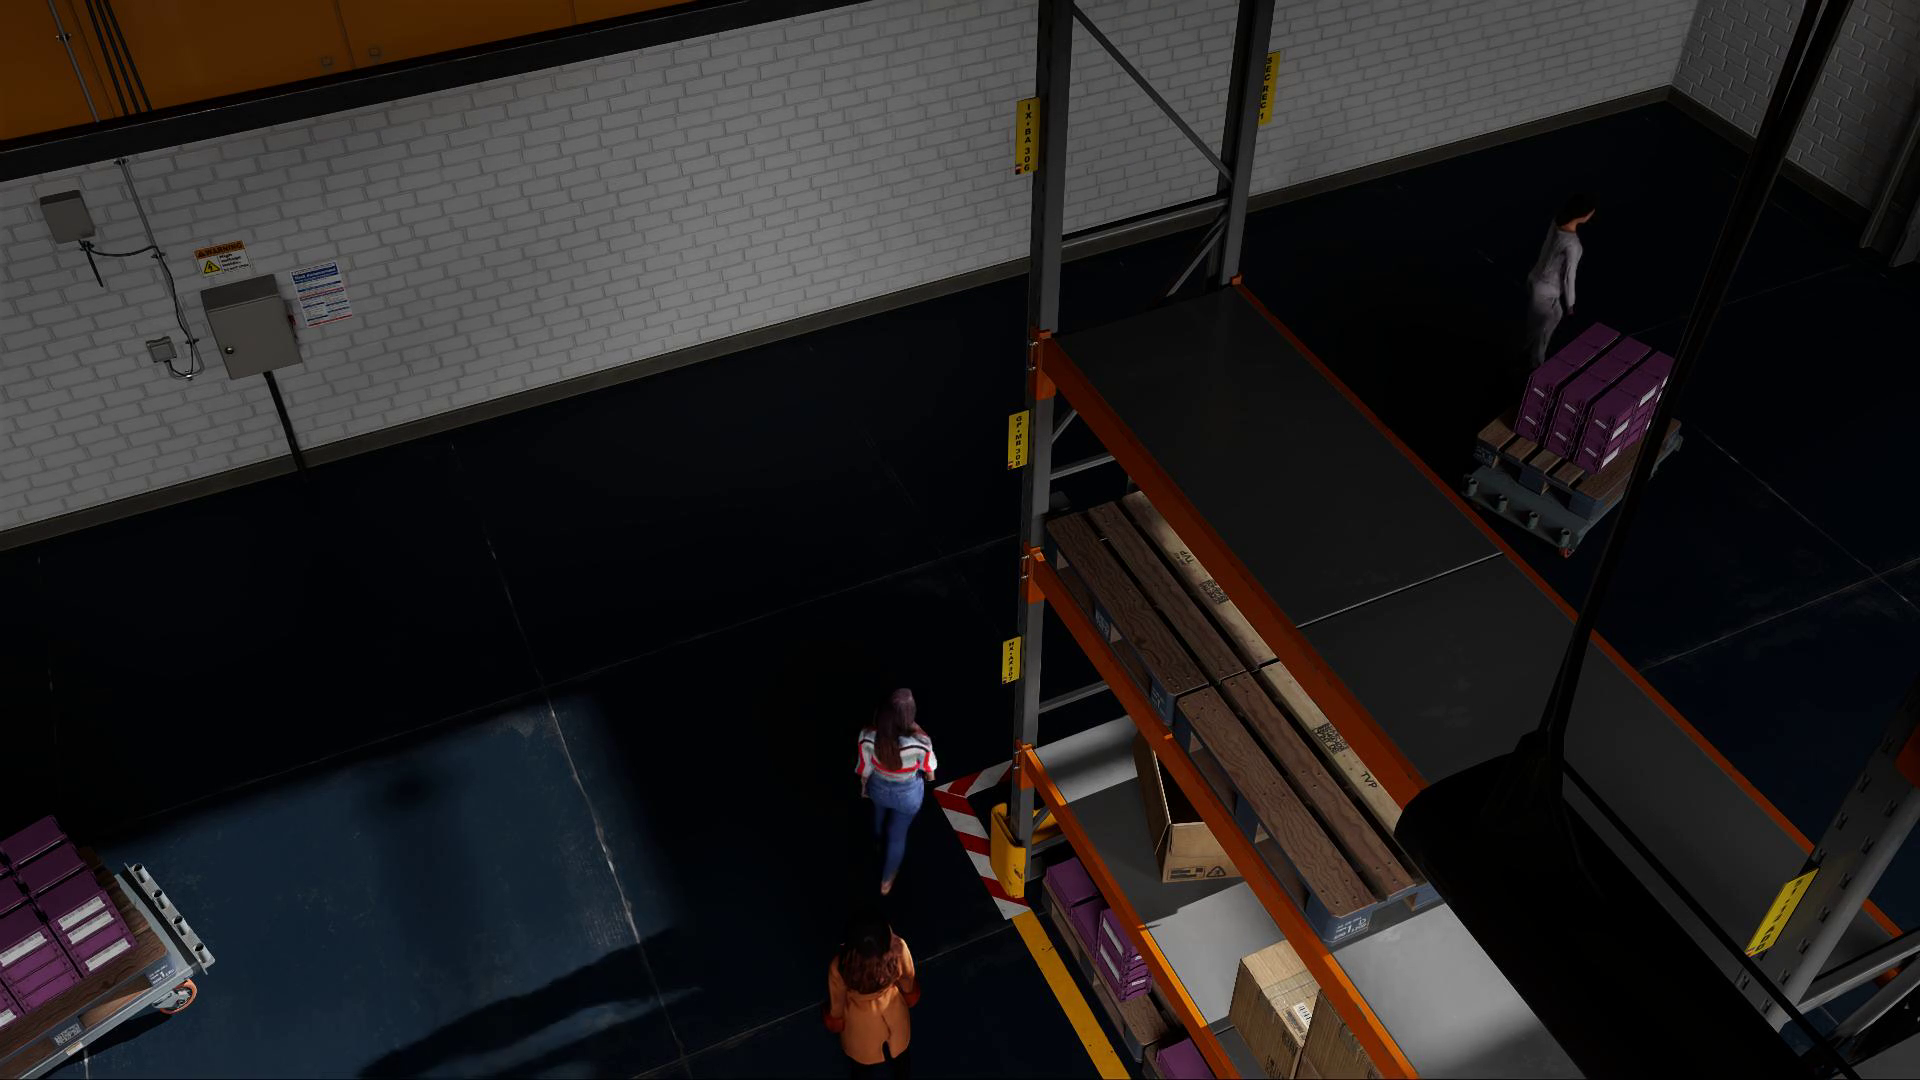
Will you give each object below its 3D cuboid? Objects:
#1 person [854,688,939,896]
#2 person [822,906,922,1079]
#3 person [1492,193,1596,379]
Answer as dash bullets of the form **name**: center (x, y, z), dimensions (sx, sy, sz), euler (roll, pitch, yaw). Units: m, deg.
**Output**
- **person**: center (-0.387, 1.489, 9.488), dimensions (0.791, 1.591, 0.857), euler (7, 44, 7)
- **person**: center (-0.440, 2.392, 8.446), dimensions (0.691, 1.720, 0.607), euler (-14, 45, -14)
- **person**: center (4.477, -1.935, 12.967), dimensions (0.842, 1.750, 0.831), euler (-3, 44, -3)
